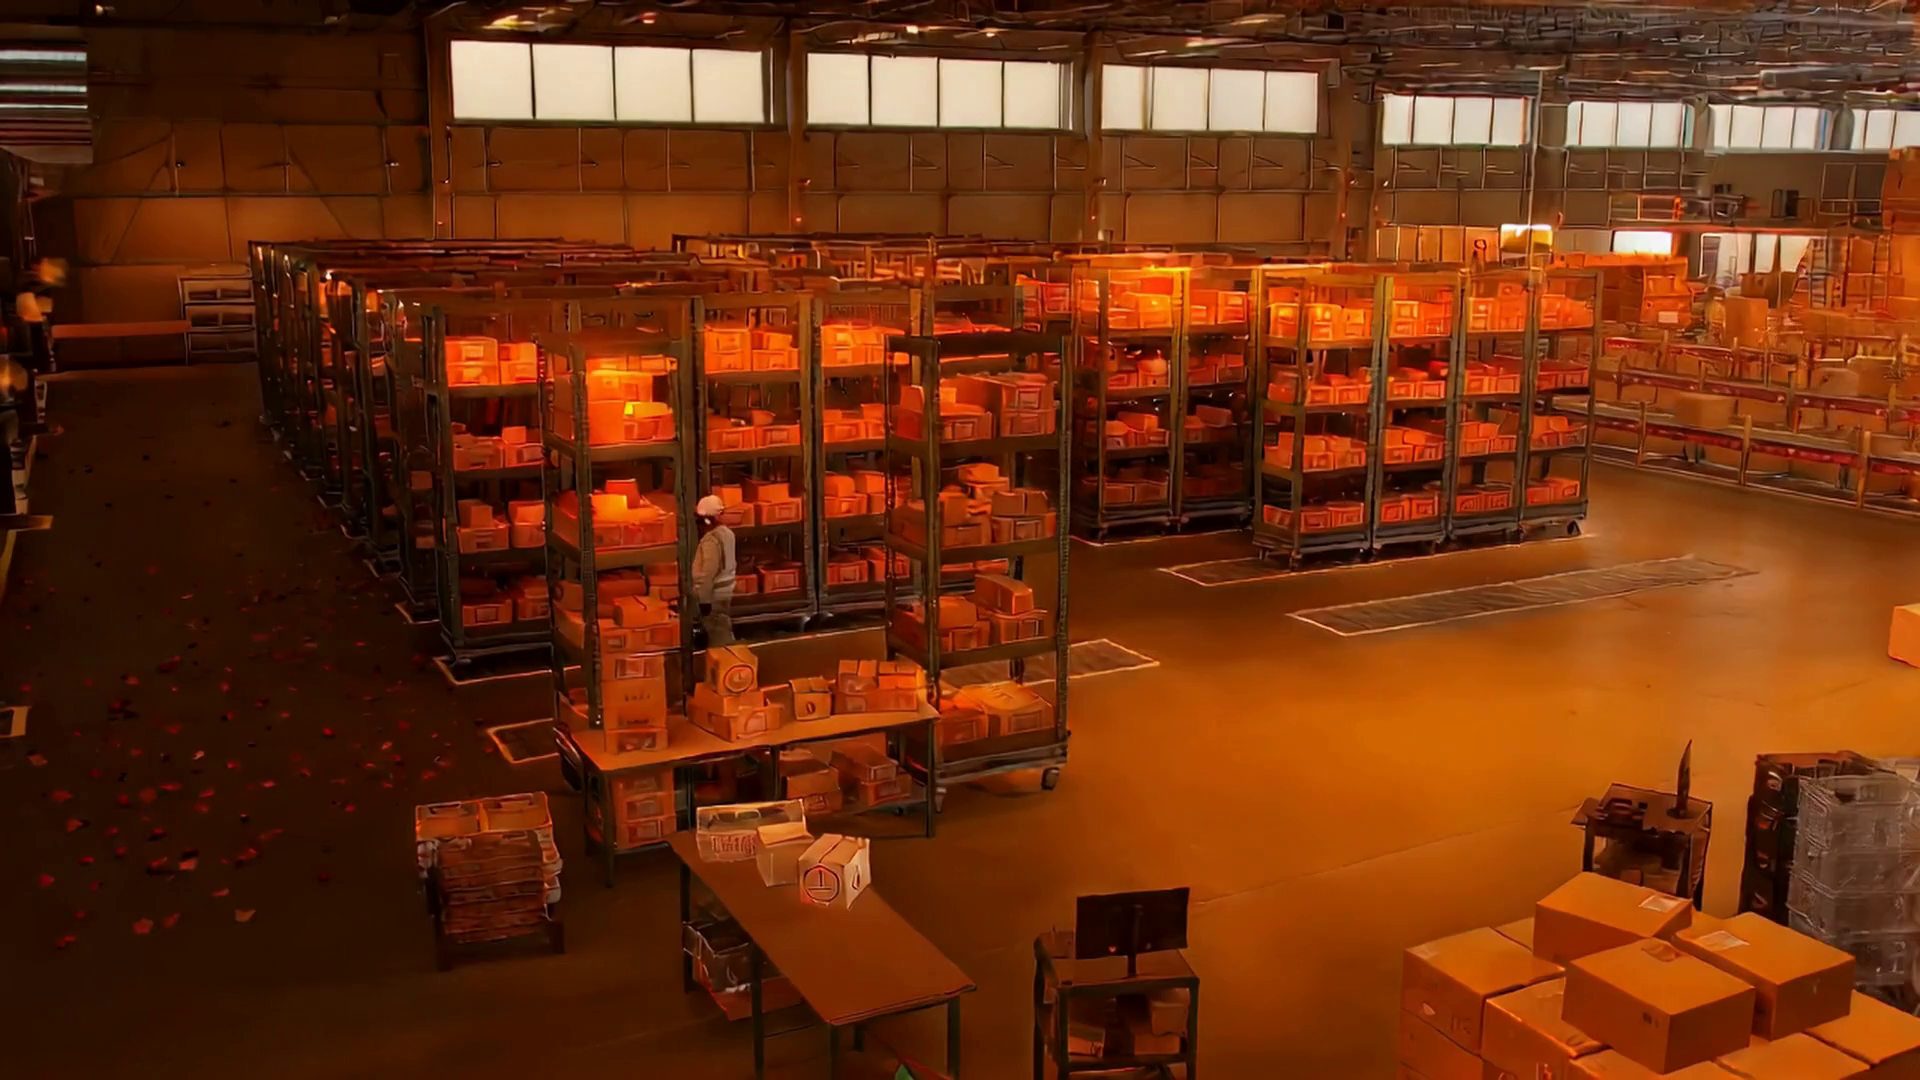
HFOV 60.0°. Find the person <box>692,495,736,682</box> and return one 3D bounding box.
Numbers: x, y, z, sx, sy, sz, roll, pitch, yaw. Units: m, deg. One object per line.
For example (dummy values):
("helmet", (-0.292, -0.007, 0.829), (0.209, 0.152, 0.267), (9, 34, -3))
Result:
("person", (-2.323, 0.483, 15.722), (0.404, 1.829, 0.600), (2, 12, 11))

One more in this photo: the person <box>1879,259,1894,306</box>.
("person", (36.169, -10.022, 64.844), (0.506, 1.839, 0.350), (-8, 14, -33))

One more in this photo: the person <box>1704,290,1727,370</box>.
("person", (19.436, -5.402, 42.751), (0.393, 2.041, 0.613), (-5, 13, -21))

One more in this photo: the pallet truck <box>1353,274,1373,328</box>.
("pallet truck", (13.011, -8.050, 55.243), (0.823, 1.965, 1.885), (-7, 14, -28))

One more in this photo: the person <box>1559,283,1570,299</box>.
("person", (17.621, -6.536, 48.488), (0.971, 1.860, 0.684), (-4, 13, -17))
